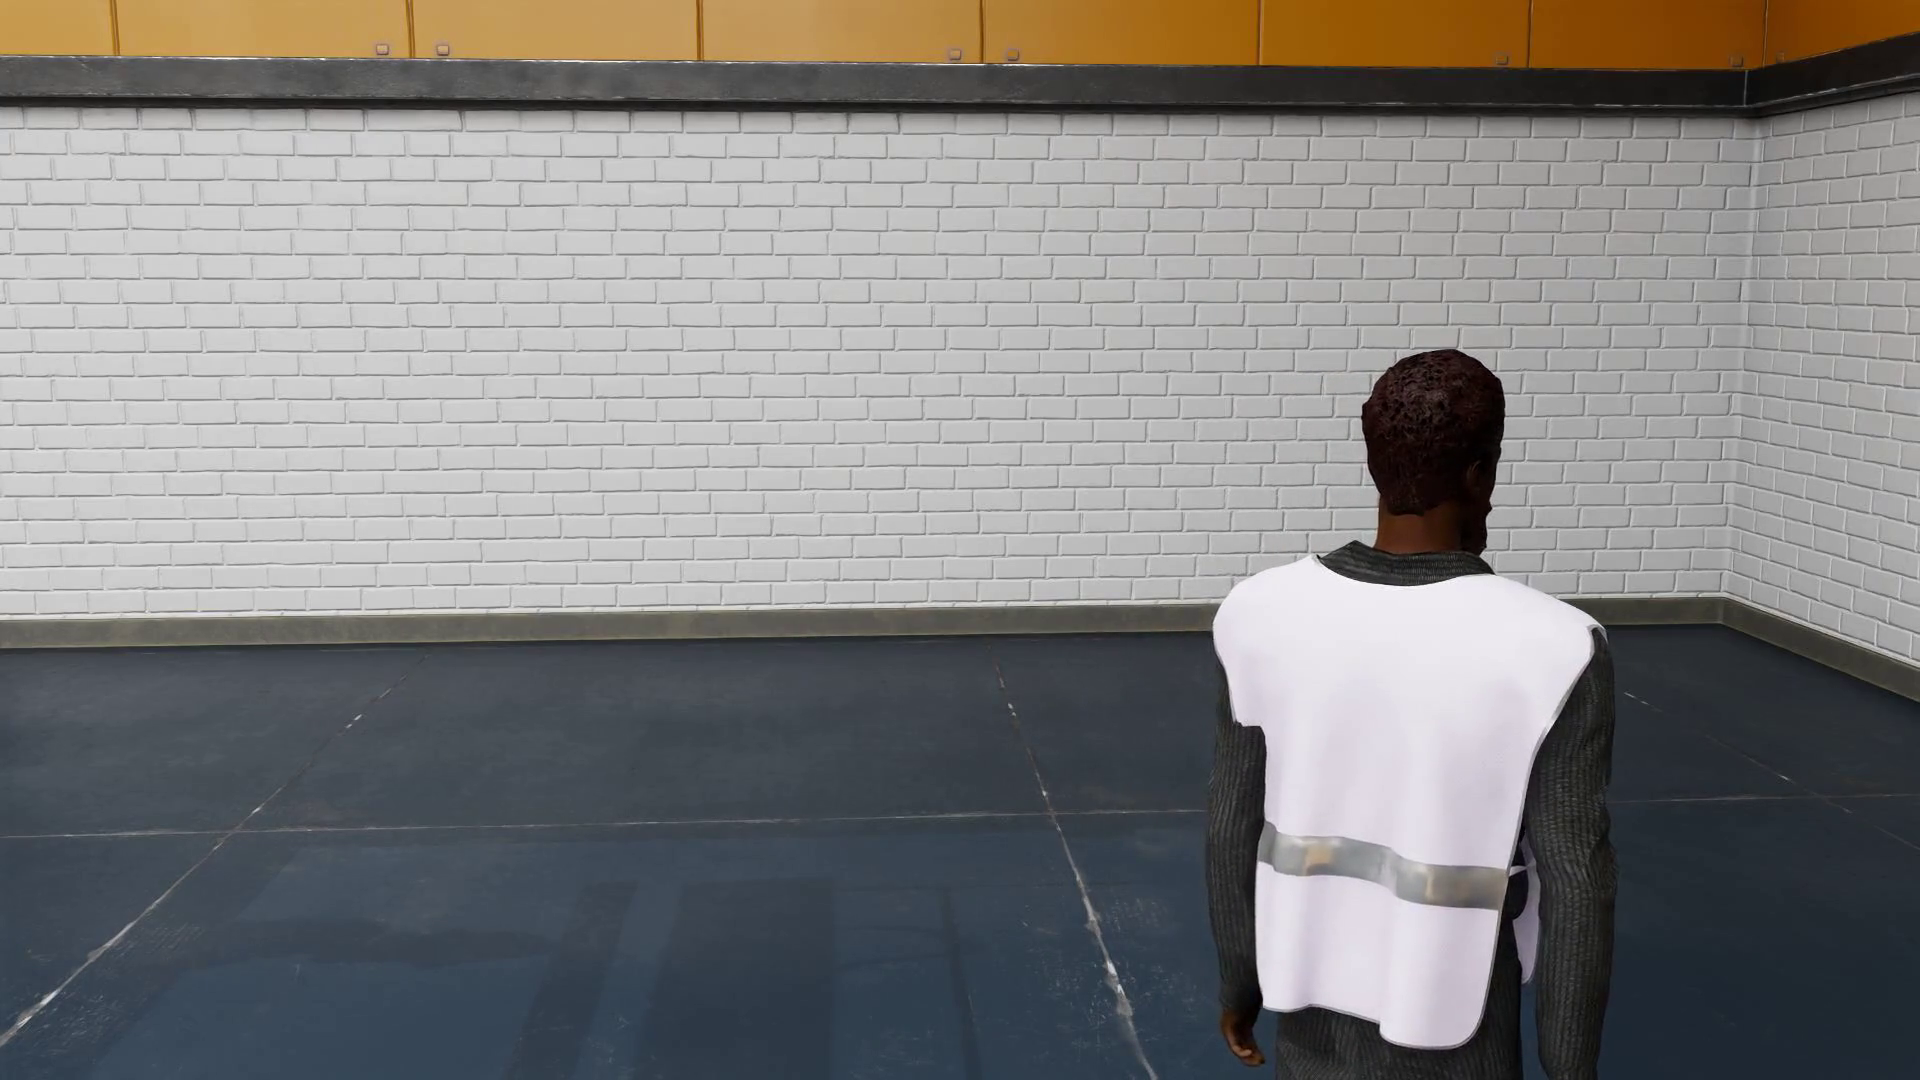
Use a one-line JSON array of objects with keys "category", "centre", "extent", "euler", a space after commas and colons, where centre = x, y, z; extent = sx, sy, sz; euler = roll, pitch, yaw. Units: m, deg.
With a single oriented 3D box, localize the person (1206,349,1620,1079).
[{"category": "person", "centre": [0.635, 0.686, 2.440], "extent": [0.594, 1.915, 0.373], "euler": [7, 11, 36]}]
